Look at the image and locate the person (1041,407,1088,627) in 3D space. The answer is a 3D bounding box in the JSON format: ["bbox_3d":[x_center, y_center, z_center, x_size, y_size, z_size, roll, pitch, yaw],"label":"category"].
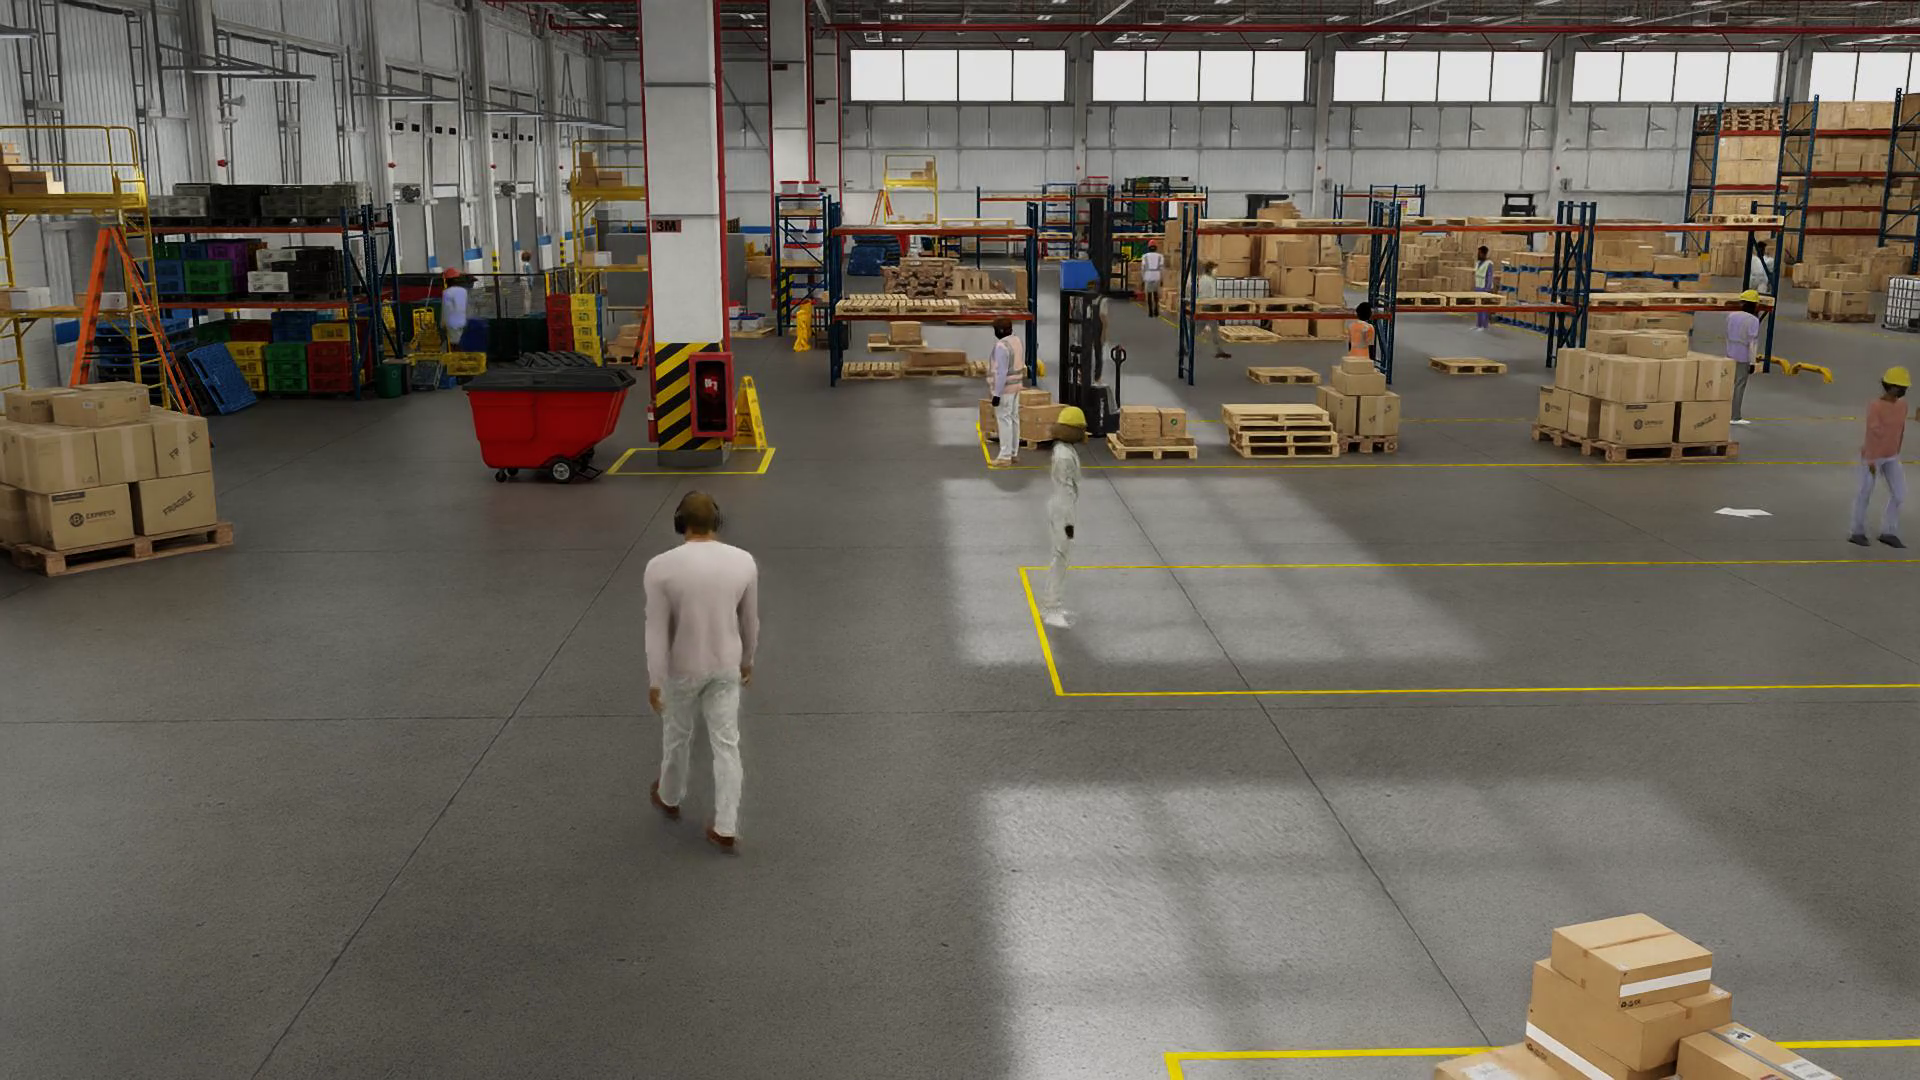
[{"bbox_3d":[0.832,-0.182,13.207,0.348,1.725,0.598,0,12,0],"label":"person"}]

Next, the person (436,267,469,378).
[{"bbox_3d":[-8.848,-3.757,28.867,0.627,1.920,0.558,5,13,21],"label":"person"}]

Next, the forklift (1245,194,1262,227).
[{"bbox_3d":[9.654,-9.989,54.820,1.873,2.768,1.129,0,12,-2],"label":"forklift"}]

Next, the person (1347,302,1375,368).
[{"bbox_3d":[5.848,-2.613,24.215,0.315,1.696,0.540,-6,14,-26],"label":"person"}]

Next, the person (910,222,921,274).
[{"bbox_3d":[-1.468,-9.645,55.529,0.356,1.887,0.572,-7,14,-28],"label":"person"}]

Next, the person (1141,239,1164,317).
[{"bbox_3d":[4.745,-6.480,41.199,0.540,1.911,0.595,-1,13,-3],"label":"person"}]

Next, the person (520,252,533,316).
[{"bbox_3d":[-10.597,-6.224,40.670,0.314,1.634,0.515,-7,14,-30],"label":"person"}]

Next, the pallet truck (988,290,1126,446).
[{"bbox_3d":[1.257,-2.299,22.111,1.885,1.965,0.823,-9,15,-35],"label":"pallet truck"}]

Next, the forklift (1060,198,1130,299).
[{"bbox_3d":[3.798,-8.210,46.791,1.873,2.768,1.129,0,12,-2],"label":"forklift"}]

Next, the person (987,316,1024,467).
[{"bbox_3d":[0.539,-1.811,20.280,0.430,1.837,0.619,5,14,23],"label":"person"}]

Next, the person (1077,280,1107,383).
[{"bbox_3d":[2.178,-3.403,27.557,0.527,1.785,0.987,5,14,22],"label":"person"}]

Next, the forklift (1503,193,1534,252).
[{"bbox_3d":[18.979,-10.417,56.752,1.129,2.768,1.873,5,13,21],"label":"forklift"}]

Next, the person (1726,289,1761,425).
[{"bbox_3d":[11.113,-2.598,23.653,0.401,1.919,0.581,-4,13,-17],"label":"person"}]

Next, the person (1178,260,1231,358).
[{"bbox_3d":[4.713,-4.450,32.070,1.011,1.898,0.647,5,14,22],"label":"person"}]

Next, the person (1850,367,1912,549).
[{"bbox_3d":[8.797,-0.768,15.788,0.530,1.745,0.605,-4,13,-16],"label":"person"}]

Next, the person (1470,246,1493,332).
[{"bbox_3d":[11.721,-5.646,37.462,0.514,1.901,0.596,-4,13,-16],"label":"person"}]

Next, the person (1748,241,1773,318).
[{"bbox_3d":[18.934,-6.120,39.457,0.609,1.954,0.527,8,15,32],"label":"person"}]

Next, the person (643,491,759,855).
[{"bbox_3d":[-1.412,0.665,8.936,0.662,1.896,0.952,-6,14,-26],"label":"person"}]
